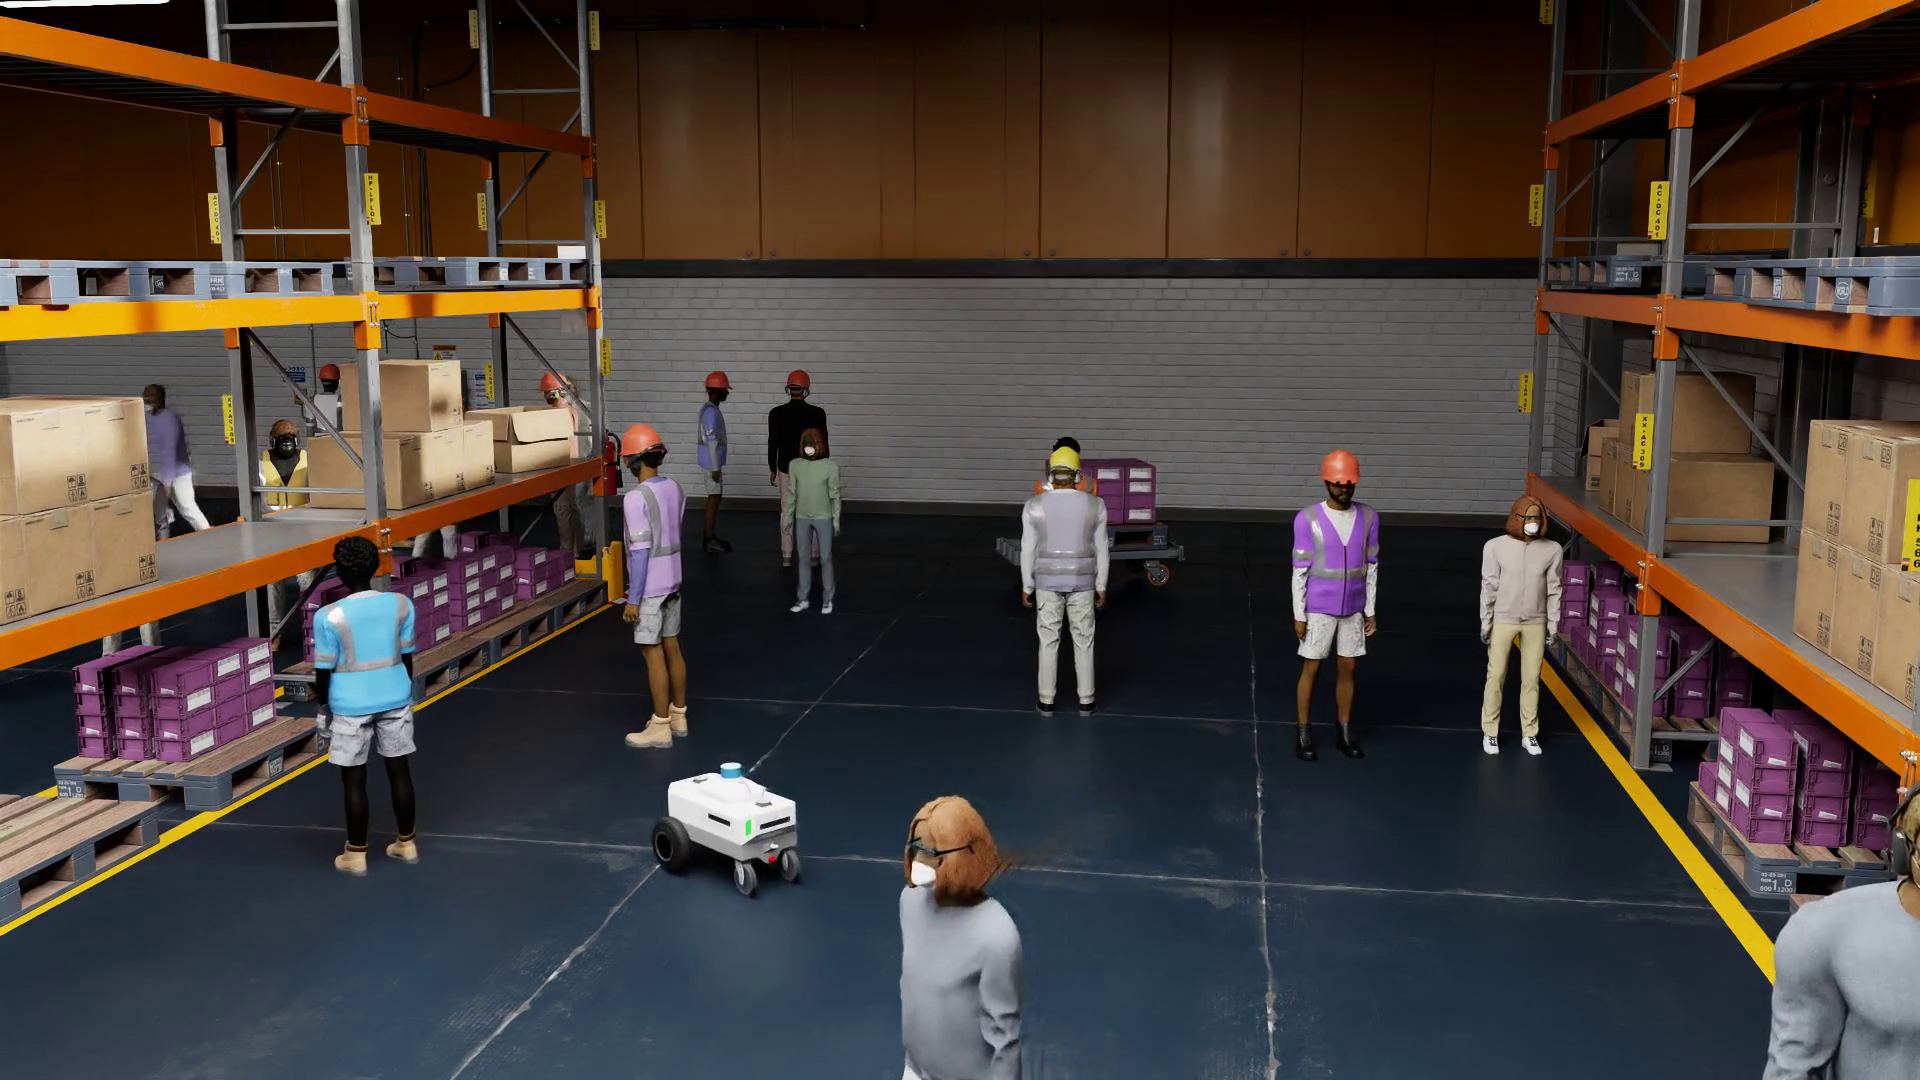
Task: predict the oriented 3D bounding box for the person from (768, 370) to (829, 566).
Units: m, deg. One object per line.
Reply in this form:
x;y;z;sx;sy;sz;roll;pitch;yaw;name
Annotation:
-1.629;-0.723;16.850;0.623;1.992;0.395;0;9;2;person

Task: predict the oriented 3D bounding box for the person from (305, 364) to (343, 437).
-7.144;-1.039;18.974;0.553;1.935;0.362;0;9;0;person

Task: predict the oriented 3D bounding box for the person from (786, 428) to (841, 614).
-1.283;-0.171;14.556;0.502;1.633;0.274;3;10;17;person

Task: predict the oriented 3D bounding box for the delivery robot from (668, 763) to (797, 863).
-1.127;1.346;8.226;0.477;0.478;0.707;-9;13;-44;delivery robot

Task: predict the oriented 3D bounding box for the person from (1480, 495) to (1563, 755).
3.458;0.526;10.285;0.498;1.629;0.276;1;9;3;person

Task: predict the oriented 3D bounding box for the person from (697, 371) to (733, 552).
-2.598;-0.829;17.712;0.392;1.930;0.546;-1;9;-8;person

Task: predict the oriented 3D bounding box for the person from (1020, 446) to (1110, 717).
0.707;0.281;11.161;0.609;1.830;0.403;0;9;2;person

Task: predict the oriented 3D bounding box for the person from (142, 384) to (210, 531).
-8.005;-0.645;16.767;0.693;1.863;1.006;9;13;43;person

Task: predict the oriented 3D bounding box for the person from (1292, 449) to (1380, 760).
2.292;0.403;10.130;0.547;1.929;0.409;-2;9;-10;person

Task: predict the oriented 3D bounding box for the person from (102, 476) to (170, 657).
-6.030;0.146;12.019;0.588;1.822;0.403;-3;10;-18;person

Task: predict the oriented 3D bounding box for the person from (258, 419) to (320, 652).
-5.282;-0.036;13.116;0.626;1.836;0.428;-4;10;-22;person

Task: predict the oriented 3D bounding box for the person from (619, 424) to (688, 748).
-1.954;0.288;10.470;0.393;2.040;0.611;3;10;18;person

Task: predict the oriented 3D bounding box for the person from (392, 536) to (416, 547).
-6.083;-0.849;18.090;0.429;1.847;0.625;-1;9;-7;person

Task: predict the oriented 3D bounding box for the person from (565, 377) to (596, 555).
-4.062;-0.766;17.451;0.726;1.885;0.891;7;12;38;person

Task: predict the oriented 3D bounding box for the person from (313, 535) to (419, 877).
-2.942;0.820;8.258;0.532;1.698;0.319;-9;13;-44;person

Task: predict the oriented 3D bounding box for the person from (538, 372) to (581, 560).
-3.995;-0.687;16.632;0.382;1.993;0.609;1;9;4;person

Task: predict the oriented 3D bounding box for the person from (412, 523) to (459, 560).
-4.749;-0.382;15.189;0.436;1.872;0.600;-8;12;-42;person

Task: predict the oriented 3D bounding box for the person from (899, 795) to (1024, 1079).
0.045;1.463;4.542;0.686;1.615;0.498;-7;12;-37;person

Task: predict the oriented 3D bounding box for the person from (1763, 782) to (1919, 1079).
2.091;1.443;3.662;0.635;1.937;0.352;2;9;10;person

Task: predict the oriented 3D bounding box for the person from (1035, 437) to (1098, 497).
0.836;0.034;13.098;0.534;1.697;0.318;-2;9;-10;person
